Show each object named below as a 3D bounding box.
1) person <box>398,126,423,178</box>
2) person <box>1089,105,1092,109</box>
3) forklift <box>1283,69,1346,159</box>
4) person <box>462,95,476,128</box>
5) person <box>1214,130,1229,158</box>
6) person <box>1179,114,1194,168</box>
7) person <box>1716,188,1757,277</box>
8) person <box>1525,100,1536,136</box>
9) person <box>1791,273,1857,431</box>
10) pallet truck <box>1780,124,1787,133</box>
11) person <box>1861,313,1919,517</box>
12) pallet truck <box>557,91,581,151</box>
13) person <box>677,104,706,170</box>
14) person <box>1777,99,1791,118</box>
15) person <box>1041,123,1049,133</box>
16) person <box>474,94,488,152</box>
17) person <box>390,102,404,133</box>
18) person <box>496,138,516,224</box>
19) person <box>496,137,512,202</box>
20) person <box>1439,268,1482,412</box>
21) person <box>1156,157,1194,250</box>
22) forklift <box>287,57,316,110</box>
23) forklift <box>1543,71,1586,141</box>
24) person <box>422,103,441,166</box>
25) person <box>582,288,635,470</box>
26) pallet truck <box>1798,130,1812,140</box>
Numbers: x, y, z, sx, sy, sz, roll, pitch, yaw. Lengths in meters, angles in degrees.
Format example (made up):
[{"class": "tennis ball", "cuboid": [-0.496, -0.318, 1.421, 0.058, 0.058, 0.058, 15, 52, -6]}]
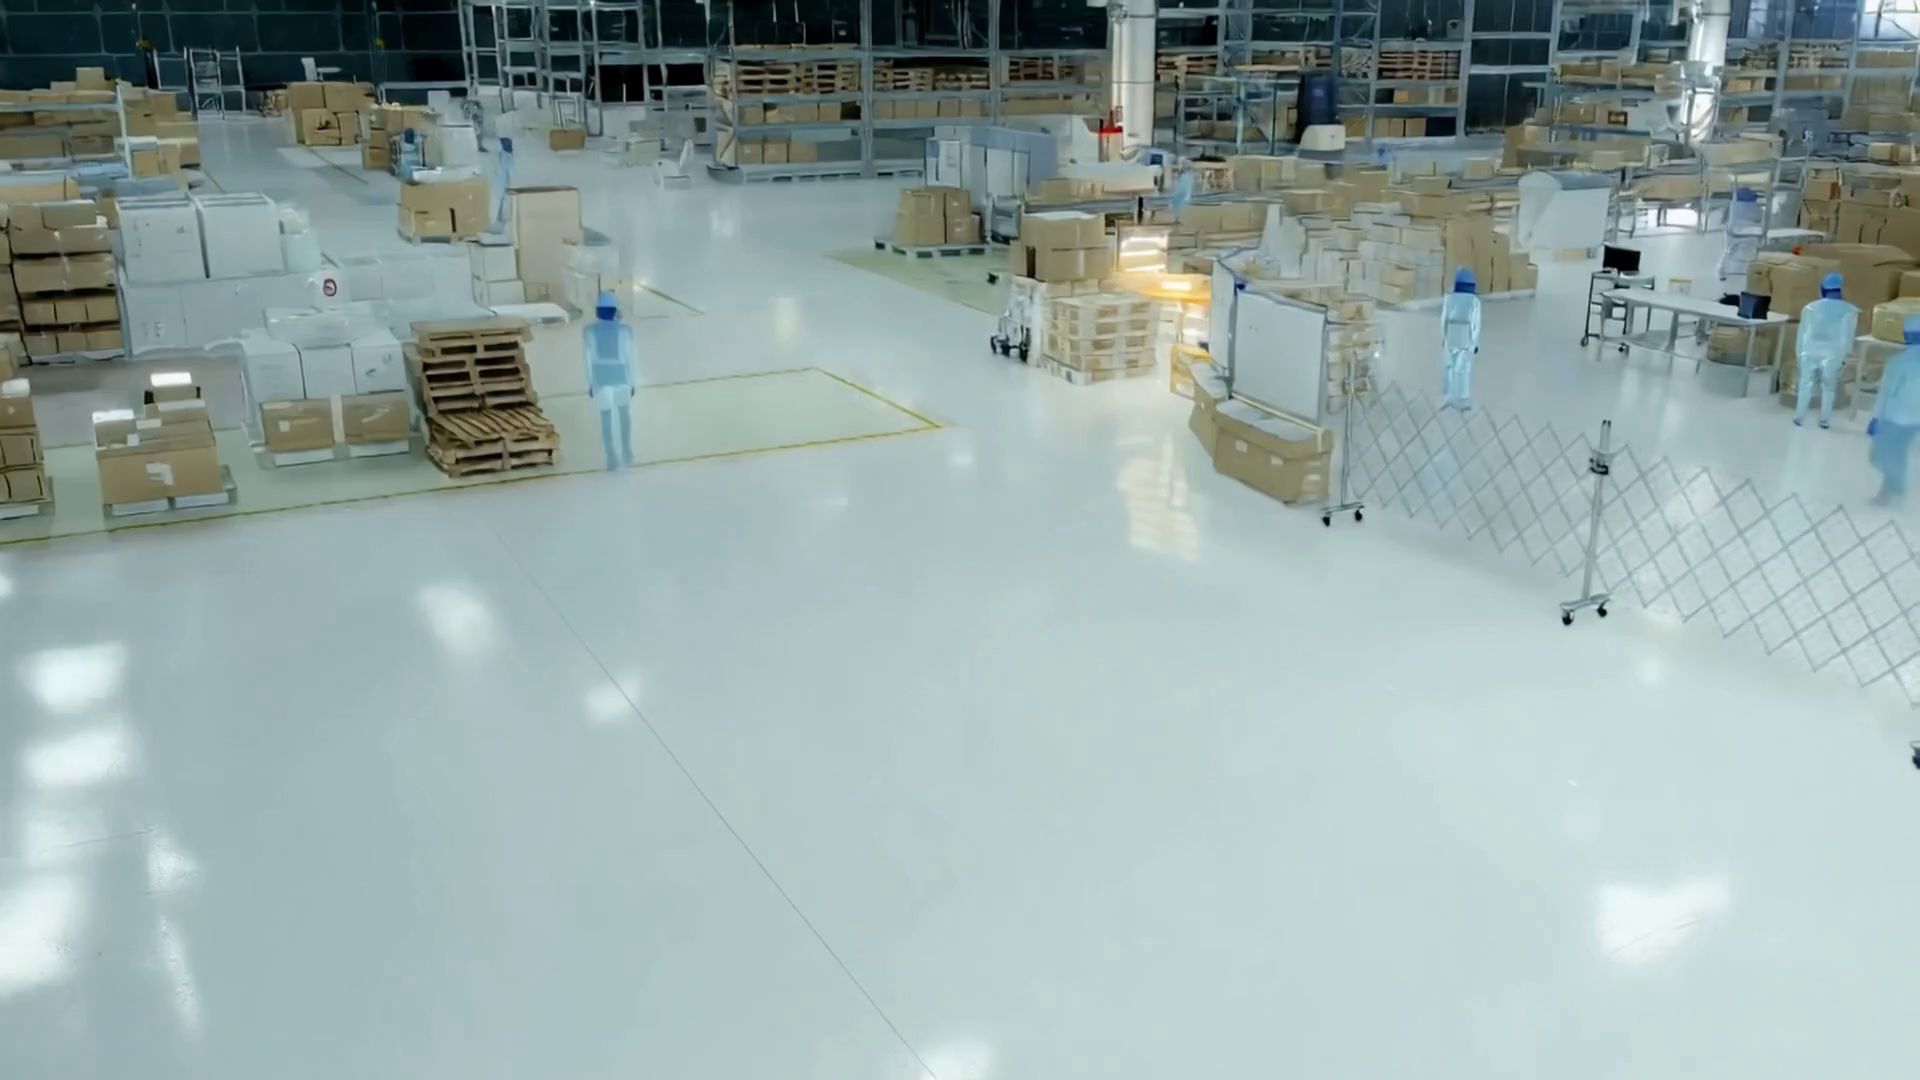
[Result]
[{"class": "person", "cuboid": [-13.694, -9.343, 41.519, 0.604, 1.921, 0.377, -9, 20, -27]}, {"class": "person", "cuboid": [5.063, -17.459, 67.305, 0.509, 1.610, 0.629, -9, 20, -25]}, {"class": "forklift", "cuboid": [11.615, -13.871, 54.079, 1.129, 2.768, 1.873, -9, 20, -27]}, {"class": "person", "cuboid": [-18.066, -15.515, 61.166, 0.546, 1.649, 0.852, -12, 21, -33]}, {"class": "person", "cuboid": [7.697, -11.627, 48.896, 0.533, 1.747, 0.680, 6, 19, 19]}, {"class": "person", "cuboid": [6.083, -10.340, 44.440, 0.527, 2.031, 0.637, -6, 19, -17]}, {"class": "person", "cuboid": [14.194, -5.601, 30.365, 0.765, 1.609, 0.508, -11, 21, -32]}, {"class": "person", "cuboid": [18.559, -13.272, 53.809, 0.615, 1.886, 0.669, -4, 18, -13]}, {"class": "person", "cuboid": [10.040, -2.186, 19.359, 0.595, 1.824, 0.404, 6, 19, 18]}, {"class": "pallet truck", "cuboid": [25.206, -12.542, 52.601, 1.601, 1.201, 0.680, 0, 18, -2]}, {"class": "person", "cuboid": [9.069, -1.178, 15.953, 0.634, 1.979, 0.672, -5, 18, -15]}, {"class": "pallet truck", "cuboid": [-13.495, -14.412, 57.188, 0.823, 1.965, 1.885, -3, 18, -9]}, {"class": "person", "cuboid": [-8.180, -12.178, 50.331, 1.045, 1.944, 0.615, -9, 20, -25]}, {"class": "person", "cuboid": [27.683, -13.936, 56.005, 0.425, 1.806, 0.649, 3, 18, 8]}, {"class": "person", "cuboid": [2.400, -10.801, 46.463, 0.537, 1.673, 0.758, 12, 21, 32]}, {"class": "person", "cuboid": [-16.301, -14.177, 56.557, 0.374, 1.934, 0.548, -1, 18, -3]}, {"class": "person", "cuboid": [-19.036, -13.975, 56.311, 0.317, 1.695, 0.540, 12, 21, 32]}, {"class": "person", "cuboid": [-10.181, -8.170, 37.848, 0.974, 1.915, 0.634, -10, 20, -28]}, {"class": "person", "cuboid": [-11.528, -9.366, 42.072, 0.537, 1.623, 0.535, 12, 21, 33]}, {"class": "person", "cuboid": [6.097, -2.435, 20.259, 0.492, 1.742, 0.318, 13, 22, 36]}, {"class": "person", "cuboid": [4.460, -6.840, 33.823, 1.017, 1.852, 0.670, -7, 19, -20]}, {"class": "forklift", "cuboid": [-25.841, -17.776, 66.253, 1.873, 2.768, 1.129, -9, 20, -26]}, {"class": "forklift", "cuboid": [18.685, -13.231, 52.085, 1.873, 2.768, 1.129, -9, 20, -26]}, {"class": "person", "cuboid": [-16.290, -12.556, 51.530, 0.607, 1.916, 0.652, 13, 22, 34]}, {"class": "person", "cuboid": [-3.740, -1.731, 17.781, 0.547, 1.913, 0.657, -3, 18, -9]}, {"class": "pallet truck", "cuboid": [25.526, -11.556, 49.408, 1.630, 1.274, 0.653, -9, 20, -26]}]
